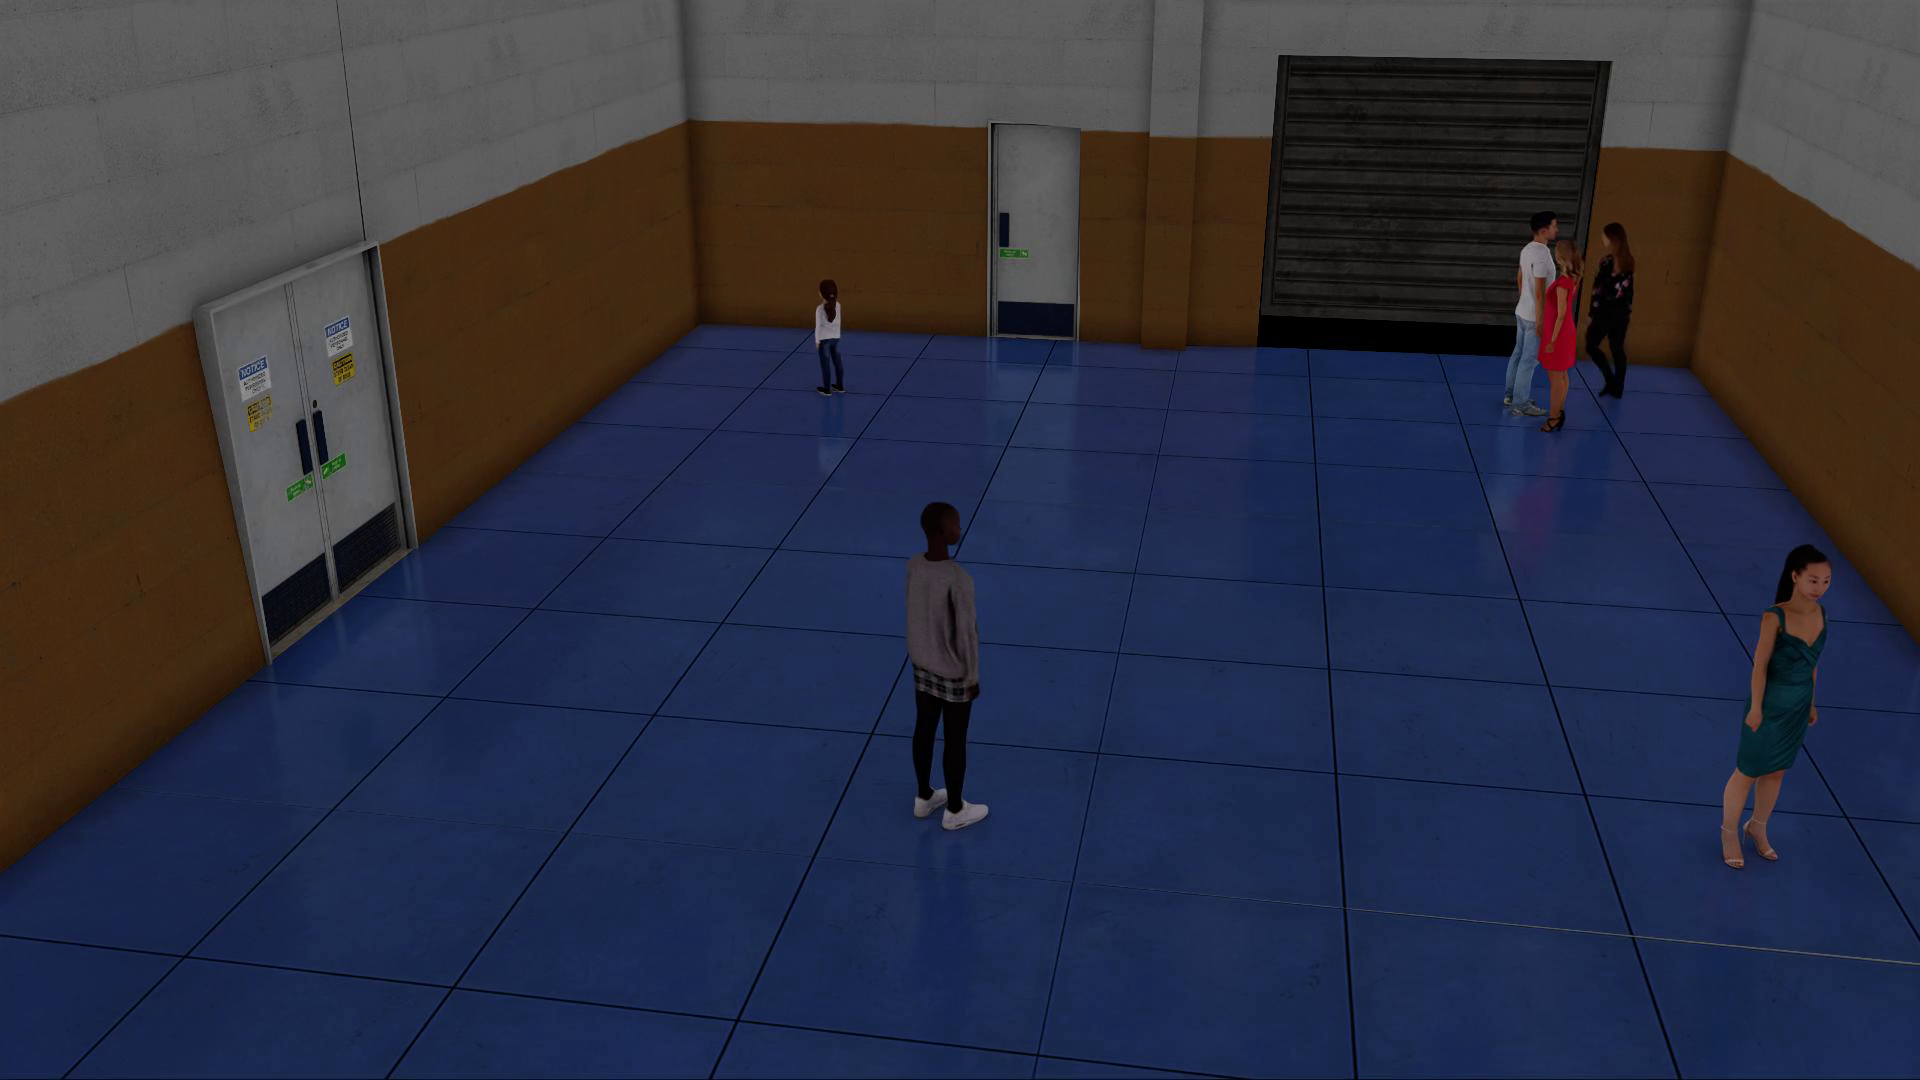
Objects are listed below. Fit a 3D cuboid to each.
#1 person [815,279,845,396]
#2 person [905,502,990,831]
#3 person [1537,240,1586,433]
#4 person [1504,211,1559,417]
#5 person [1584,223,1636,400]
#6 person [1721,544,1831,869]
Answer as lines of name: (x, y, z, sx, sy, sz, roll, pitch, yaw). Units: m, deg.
person: (-1.252, -1.950, 15.917, 0.528, 1.111, 0.583, -19, 29, -39)
person: (-0.104, 0.647, 8.566, 0.660, 1.772, 0.757, 20, 29, 40)
person: (5.322, -1.806, 14.732, 0.656, 1.727, 0.649, 13, 26, 30)
person: (5.249, -2.083, 15.237, 0.607, 1.864, 0.709, 0, 22, 0)
person: (6.119, -2.101, 15.561, 0.805, 1.656, 0.869, -6, 23, -15)
person: (4.037, 0.832, 8.215, 0.565, 1.691, 0.681, -7, 23, -18)
